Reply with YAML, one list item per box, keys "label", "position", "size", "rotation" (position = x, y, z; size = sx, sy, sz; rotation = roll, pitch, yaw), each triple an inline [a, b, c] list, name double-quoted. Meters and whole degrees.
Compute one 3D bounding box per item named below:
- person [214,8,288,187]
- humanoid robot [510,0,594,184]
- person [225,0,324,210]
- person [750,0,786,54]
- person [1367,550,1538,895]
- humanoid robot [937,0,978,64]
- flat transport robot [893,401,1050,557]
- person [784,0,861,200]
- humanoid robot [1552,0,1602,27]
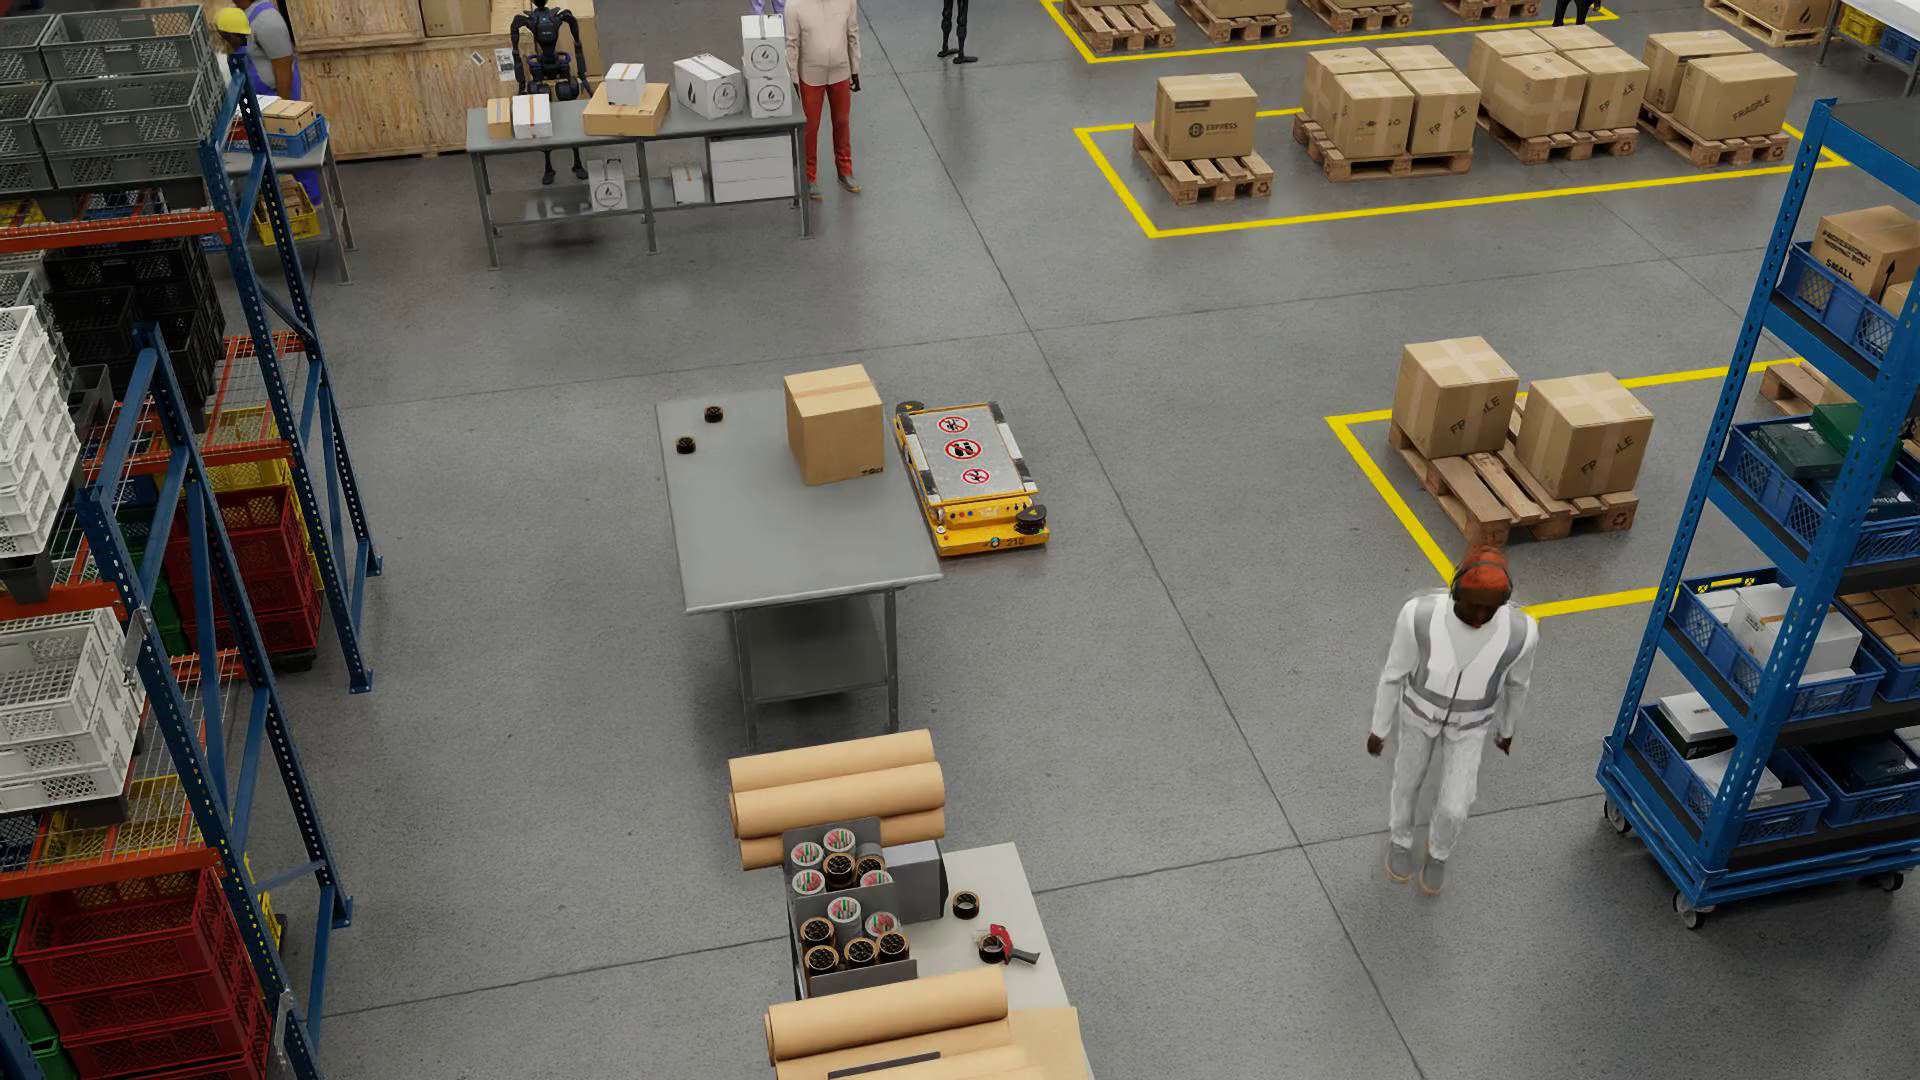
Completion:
- label: "person"
  position: [-5.459, -3.196, 12.646]
  size: [0.771, 1.706, 0.540]
  rotation: [7, 37, 9]
- label: "humanoid robot"
  position: [-3.257, -3.674, 13.300]
  size: [0.609, 1.657, 0.311]
  rotation: [-12, 38, -16]
- label: "person"
  position: [-5.296, -3.431, 12.682]
  size: [0.536, 2.000, 0.682]
  rotation: [-22, 42, -27]
- label: "person"
  position: [-1.844, -5.417, 15.445]
  size: [0.586, 1.927, 0.363]
  rotation: [-21, 41, -26]
- label: "person"
  position: [2.077, 0.805, 7.135]
  size: [0.602, 1.864, 0.508]
  rotation: [10, 38, 14]
- label: "humanoid robot"
  position: [-0.019, -5.316, 15.506]
  size: [0.325, 1.657, 0.594]
  rotation: [-24, 43, -28]
- label: "flat transport robot"
  position: [0.046, -0.430, 10.108]
  size: [0.652, 0.197, 1.431]
  rotation: [-8, 37, -10]
- label: "person"
  position: [-1.057, -3.642, 13.012]
  size: [0.616, 1.985, 0.401]
  rotation: [-16, 40, -21]
- label: "humanoid robot"
  position: [5.655, -5.106, 15.225]
  size: [0.317, 1.657, 0.613]
  rotation: [-25, 44, -30]
